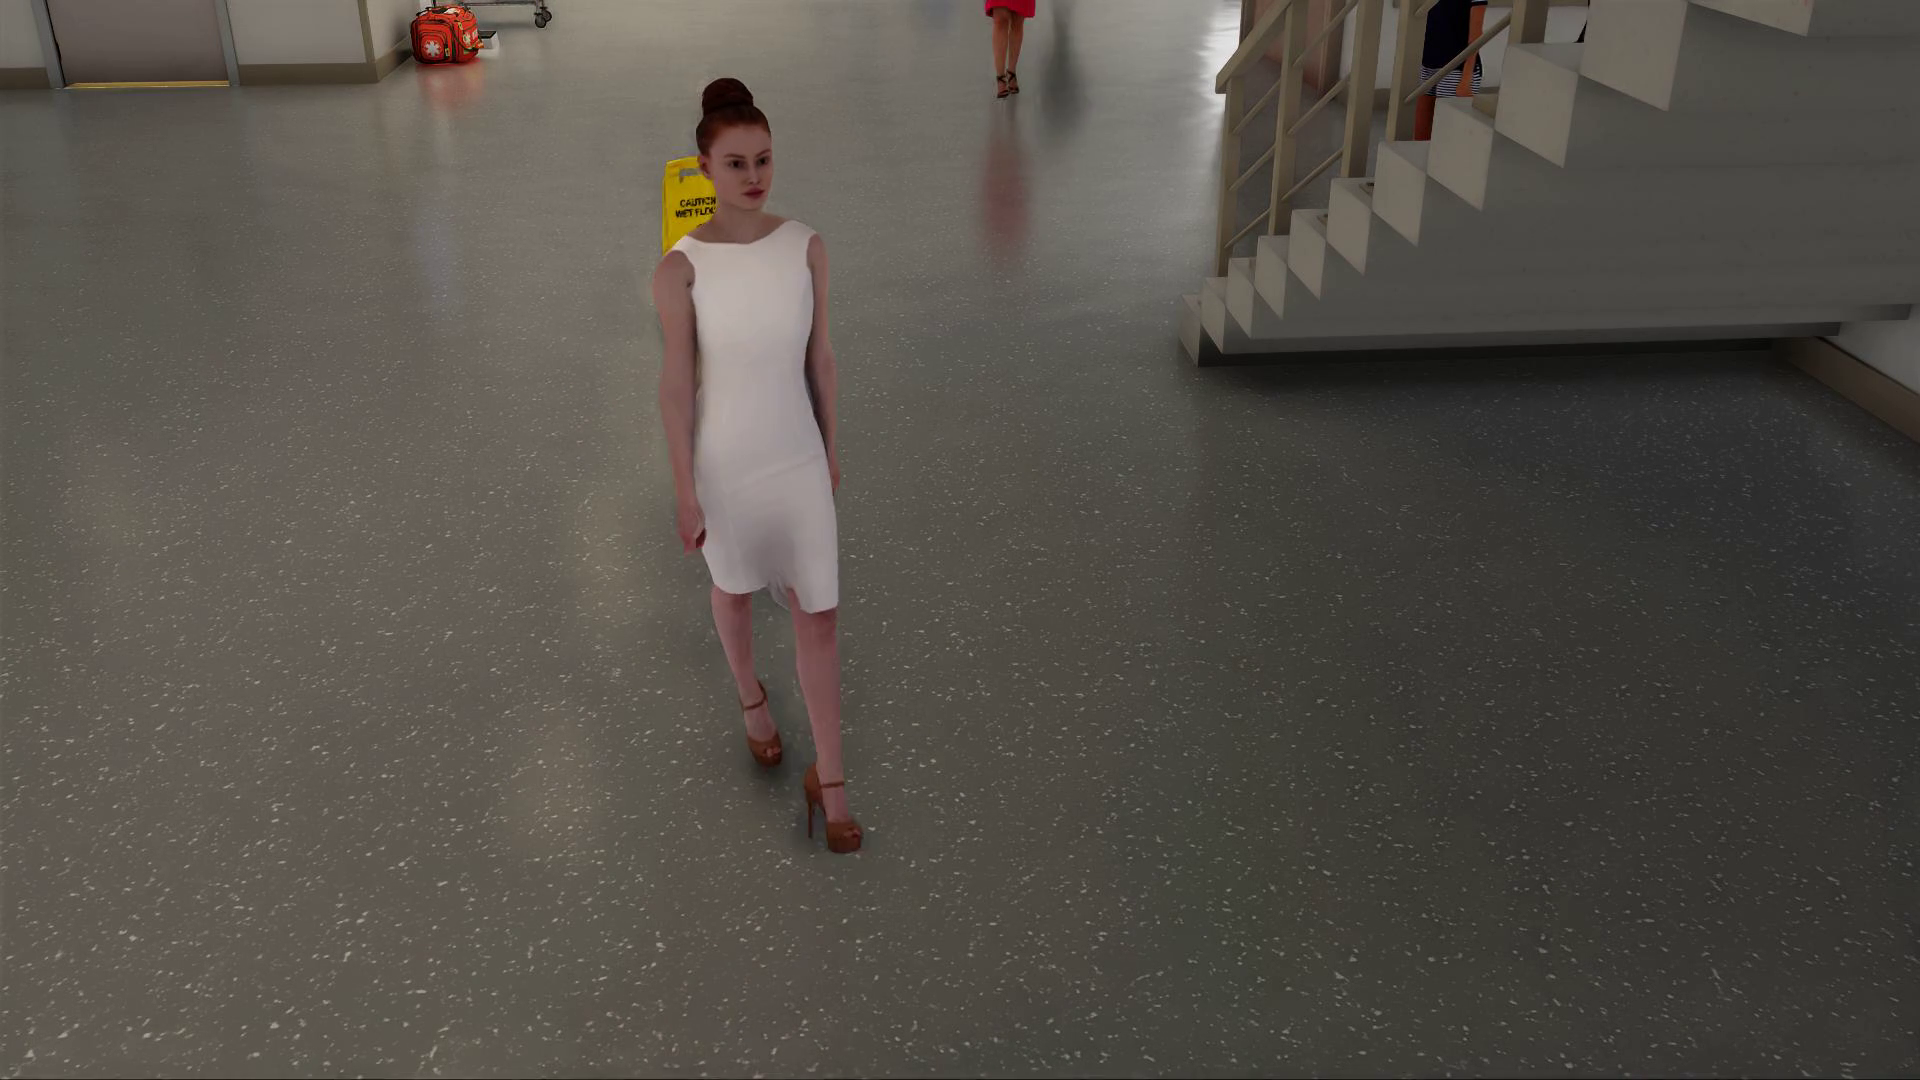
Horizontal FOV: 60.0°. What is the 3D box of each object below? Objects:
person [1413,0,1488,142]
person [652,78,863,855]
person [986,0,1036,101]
[{"bbox_3d":[2.502,-2.398,8.543,0.710,1.764,0.591,-13,29,-25],"label":"person"},{"bbox_3d":[-0.512,-0.179,3.936,0.776,1.767,1.004,-10,28,-21],"label":"person"},{"bbox_3d":[0.383,-4.105,12.160,0.594,1.697,0.965,-1,26,-3],"label":"person"}]
